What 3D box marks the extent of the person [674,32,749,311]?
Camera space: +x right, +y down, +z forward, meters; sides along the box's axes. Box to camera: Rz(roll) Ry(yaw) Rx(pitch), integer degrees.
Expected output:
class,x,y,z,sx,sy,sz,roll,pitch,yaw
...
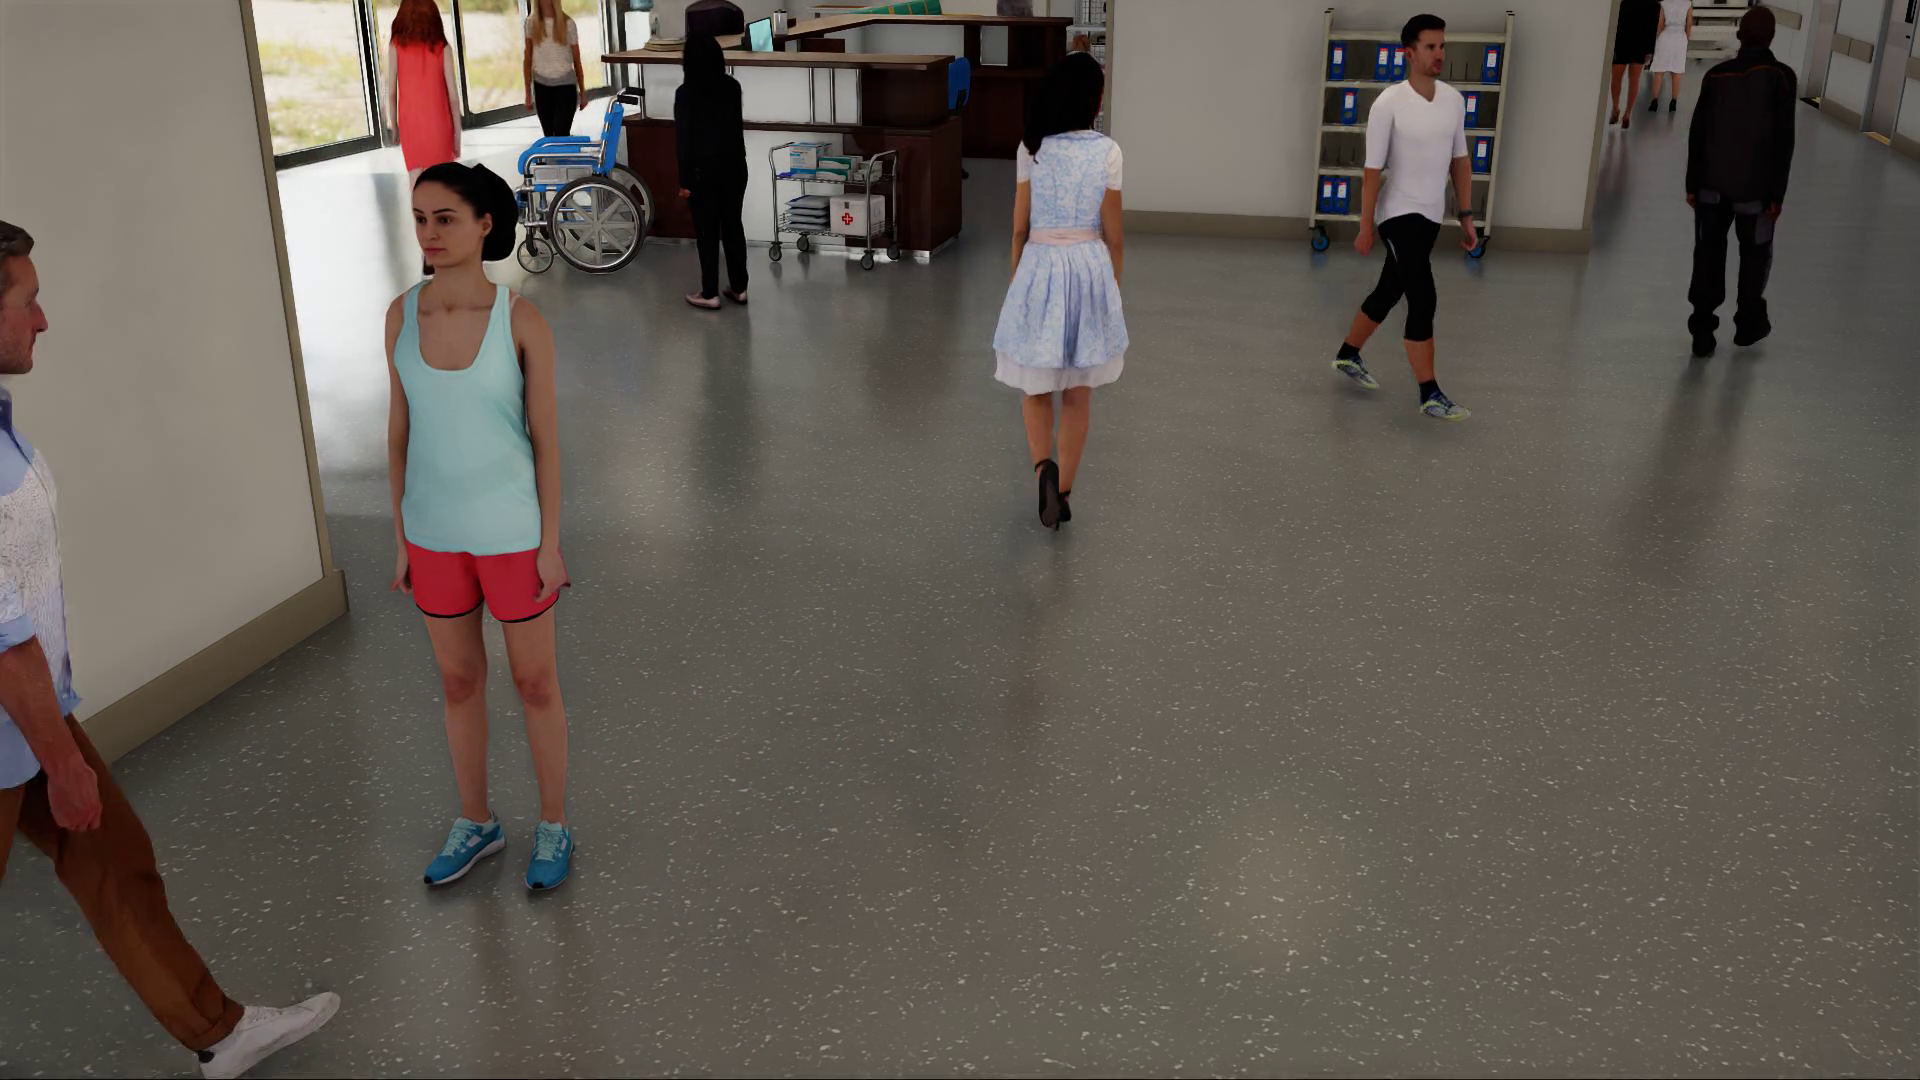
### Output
class,x,y,z,sx,sy,sz,roll,pitch,yaw
person,-1.474,-2.213,9.996,0.773,1.614,0.747,18,27,40

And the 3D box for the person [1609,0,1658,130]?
class,x,y,z,sx,sy,sz,roll,pitch,yaw
person,7.327,-5.308,18.147,0.575,1.627,0.664,7,22,18

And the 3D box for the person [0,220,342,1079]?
class,x,y,z,sx,sy,sz,roll,pitch,yaw
person,-1.845,0.366,2.970,1.253,1.767,1.094,-8,22,-20

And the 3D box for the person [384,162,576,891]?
class,x,y,z,sx,sy,sz,roll,pitch,yaw
person,-1.132,-0.002,3.944,0.555,1.765,0.665,3,21,8

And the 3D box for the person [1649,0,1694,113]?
class,x,y,z,sx,sy,sz,roll,pitch,yaw
person,8.506,-5.926,19.881,0.442,1.554,0.605,5,21,14

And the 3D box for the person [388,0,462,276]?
class,x,y,z,sx,sy,sz,roll,pitch,yaw
person,-3.450,-2.582,10.726,1.172,1.785,1.060,-6,21,-14

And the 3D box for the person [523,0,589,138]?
class,x,y,z,sx,sy,sz,roll,pitch,yaw
person,-3.183,-3.524,13.224,1.194,1.778,0.862,2,21,4

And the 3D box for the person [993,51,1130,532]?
class,x,y,z,sx,sy,sz,roll,pitch,yaw
person,0.369,-0.828,6.067,0.932,1.804,0.800,3,21,7

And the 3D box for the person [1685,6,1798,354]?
class,x,y,z,sx,sy,sz,roll,pitch,yaw
person,4.093,-1.878,8.827,0.960,1.815,0.984,17,27,38

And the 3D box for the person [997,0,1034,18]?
class,x,y,z,sx,sy,sz,roll,pitch,yaw
person,0.726,-6.397,21.103,0.786,1.569,0.820,-5,21,-12

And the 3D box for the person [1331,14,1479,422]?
class,x,y,z,sx,sy,sz,roll,pitch,yaw
person,2.073,-1.511,7.878,1.202,1.800,1.264,-11,23,-27

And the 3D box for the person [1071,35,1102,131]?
class,x,y,z,sx,sy,sz,roll,pitch,yaw
person,1.041,-3.741,14.495,0.444,1.283,0.565,5,21,12

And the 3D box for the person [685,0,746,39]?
class,x,y,z,sx,sy,sz,roll,pitch,yaw
person,-2.063,-3.814,13.913,0.791,1.831,0.836,8,22,20
